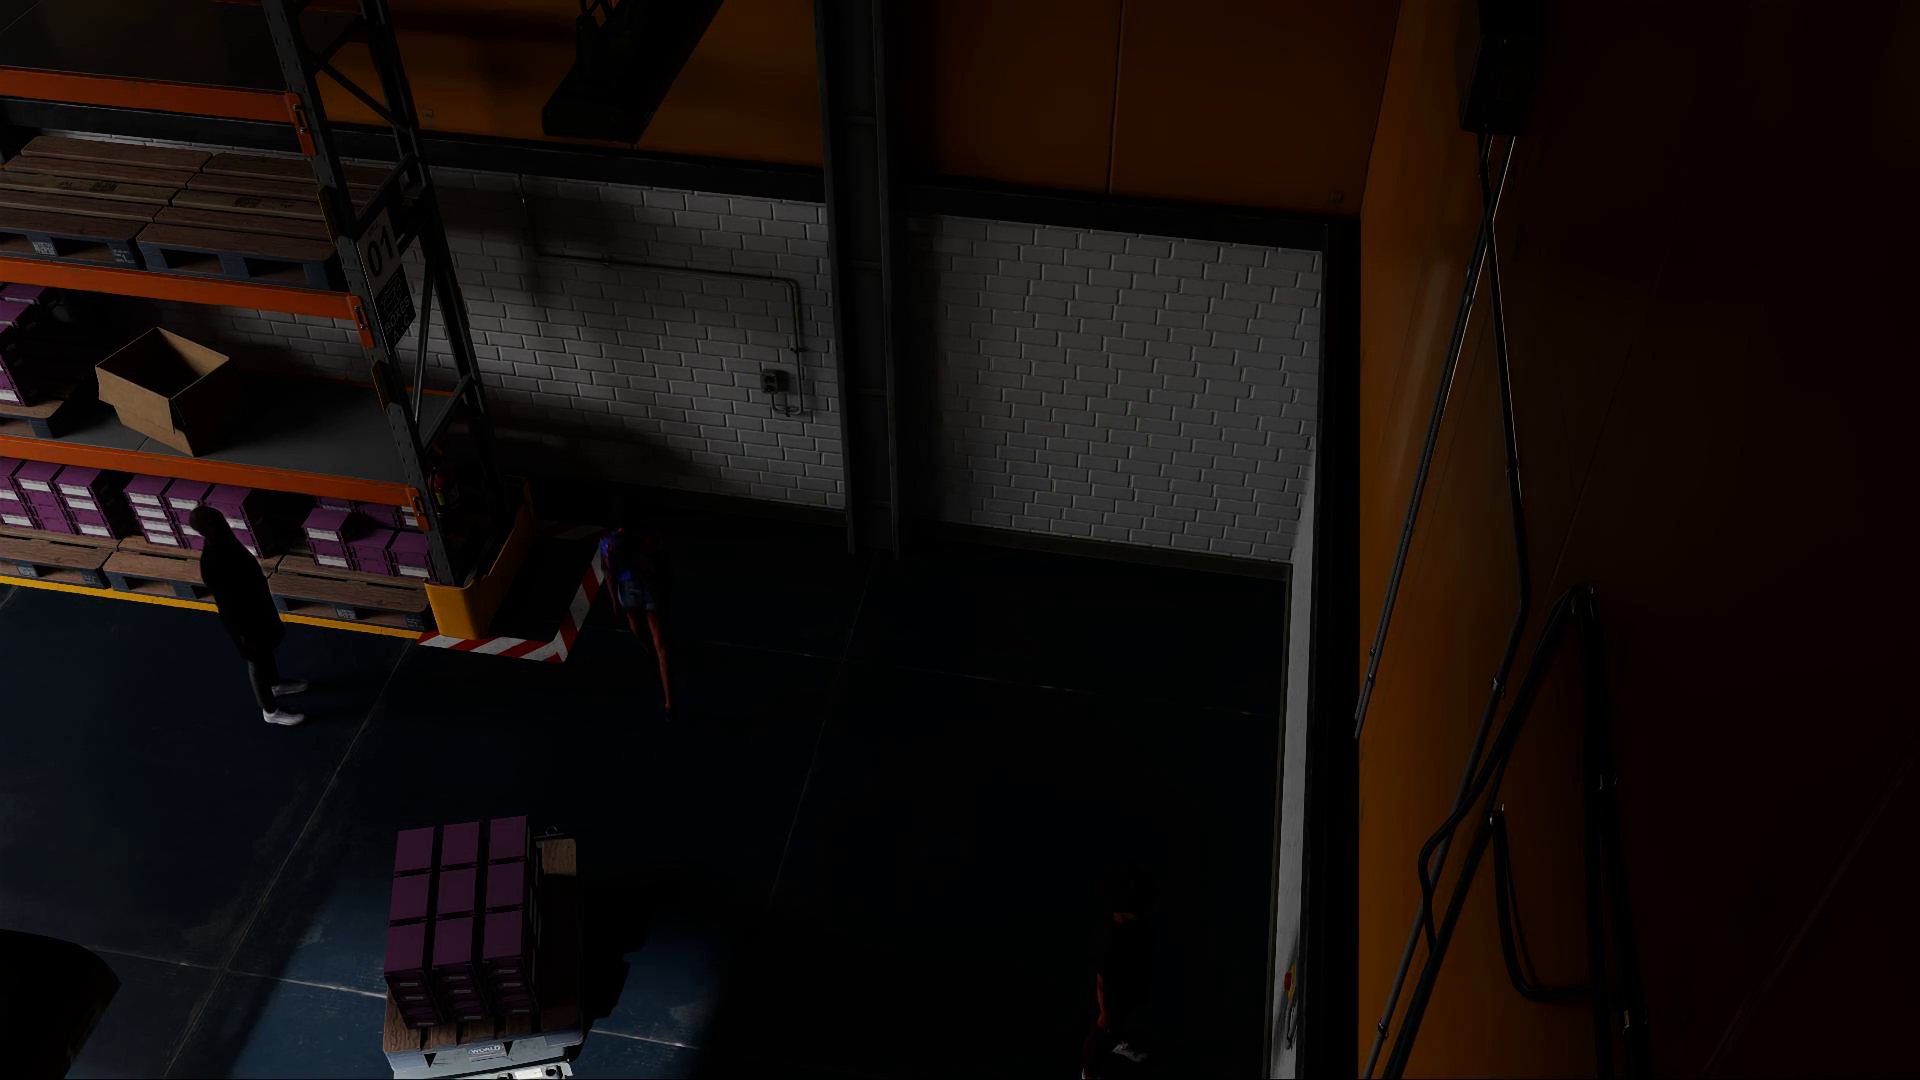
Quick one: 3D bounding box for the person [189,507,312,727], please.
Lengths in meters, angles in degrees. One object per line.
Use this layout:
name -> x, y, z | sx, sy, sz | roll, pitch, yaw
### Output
person -> -4.532, 0.456, 10.526 | 0.669, 1.761, 0.707 | -6, 44, -6

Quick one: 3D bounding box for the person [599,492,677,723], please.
person -> -1.997, 0.418, 10.609 | 1.186, 1.703, 0.989 | -10, 45, -11

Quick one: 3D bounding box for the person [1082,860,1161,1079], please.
person -> 0.827, 2.269, 8.607 | 0.705, 1.784, 0.699 | 24, 49, 23
